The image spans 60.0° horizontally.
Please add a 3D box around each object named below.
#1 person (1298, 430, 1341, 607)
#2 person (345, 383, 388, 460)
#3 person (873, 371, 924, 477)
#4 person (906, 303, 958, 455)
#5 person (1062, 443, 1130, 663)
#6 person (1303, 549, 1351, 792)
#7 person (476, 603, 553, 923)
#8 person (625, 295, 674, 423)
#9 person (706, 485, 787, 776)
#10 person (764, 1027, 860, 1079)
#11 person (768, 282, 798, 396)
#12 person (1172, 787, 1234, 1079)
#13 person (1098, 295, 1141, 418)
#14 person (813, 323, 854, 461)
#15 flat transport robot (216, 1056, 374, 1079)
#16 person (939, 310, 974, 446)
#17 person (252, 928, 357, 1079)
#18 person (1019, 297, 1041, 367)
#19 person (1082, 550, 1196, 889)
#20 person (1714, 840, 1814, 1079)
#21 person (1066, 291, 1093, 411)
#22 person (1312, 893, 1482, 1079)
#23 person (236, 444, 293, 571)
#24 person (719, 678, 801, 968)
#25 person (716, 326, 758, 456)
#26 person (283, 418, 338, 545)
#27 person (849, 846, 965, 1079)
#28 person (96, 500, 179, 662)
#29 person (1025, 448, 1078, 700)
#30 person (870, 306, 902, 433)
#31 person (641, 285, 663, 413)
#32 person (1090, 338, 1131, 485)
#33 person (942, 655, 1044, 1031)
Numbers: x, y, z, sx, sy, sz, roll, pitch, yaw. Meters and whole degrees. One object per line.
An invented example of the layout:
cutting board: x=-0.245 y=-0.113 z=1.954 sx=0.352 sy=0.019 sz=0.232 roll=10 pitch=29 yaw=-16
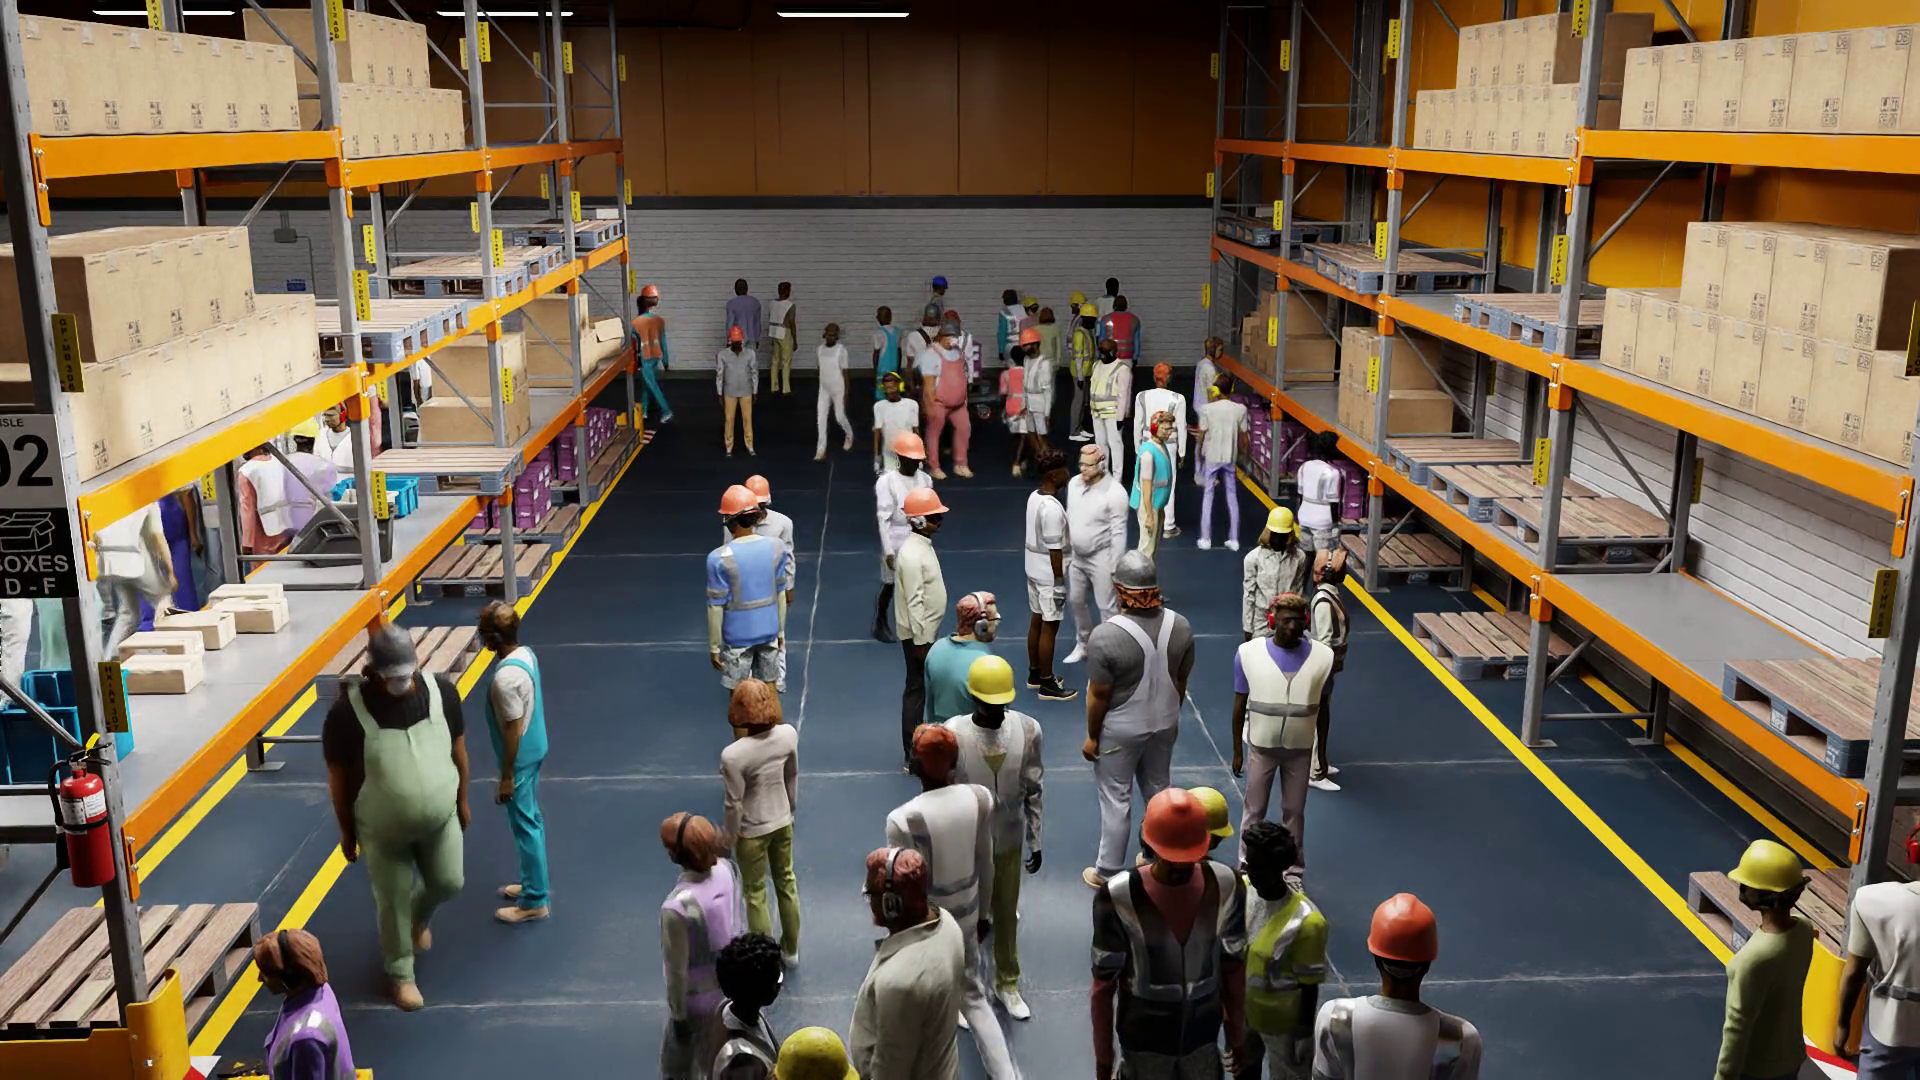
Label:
person: x=3.238 y=-0.161 z=15.038 sx=0.324 sy=1.694 sz=0.559 roll=-6 pitch=15 yaw=-22
person: x=-7.570 y=-1.871 z=21.180 sx=0.620 sy=1.985 sz=0.408 roll=4 pitch=15 yaw=15
person: x=-0.635 y=-0.843 z=17.400 sx=0.547 sy=1.860 sz=0.389 roll=3 pitch=15 yaw=11
person: x=-0.374 y=-2.161 z=22.202 sx=0.684 sy=2.000 sz=0.537 roll=0 pitch=14 yaw=-1
person: x=1.072 y=0.147 z=13.462 sx=0.399 sy=1.901 sz=0.649 roll=-11 pitch=18 yaw=-37
person: x=2.444 y=0.855 z=11.163 sx=0.307 sy=1.641 sz=0.514 roll=3 pitch=15 yaw=11
person: x=-2.500 y=1.242 z=9.267 sx=0.403 sy=1.837 sz=0.533 roll=-1 pitch=14 yaw=-2
person: x=-4.583 y=-2.685 z=24.623 sx=1.011 sy=1.871 sz=0.604 roll=13 pitch=19 yaw=41
person: x=-1.450 y=0.630 z=11.275 sx=0.602 sy=2.035 sz=0.404 roll=-10 pitch=18 yaw=-35
person: x=-0.464 y=2.321 z=5.223 sx=0.320 sy=1.738 sz=0.483 roll=4 pitch=15 yaw=17
person: x=-2.872 y=-3.238 z=26.849 sx=0.562 sy=1.836 sz=0.393 roll=13 pitch=19 yaw=41
person: x=0.975 y=1.860 z=7.029 sx=0.309 sy=1.735 sz=0.484 roll=4 pitch=15 yaw=17
person: x=2.376 y=-2.740 z=24.906 sx=0.632 sy=1.835 sz=0.431 roll=-2 pitch=14 yaw=-6
person: x=-1.664 y=-1.983 z=21.984 sx=0.528 sy=1.812 sz=0.808 roll=6 pitch=15 yaw=21
flat transport robot: x=-2.958 y=2.617 z=6.975 sx=0.652 sy=0.197 sz=1.431 roll=-2 pitch=14 yaw=-7
person: x=-0.105 y=-2.207 z=22.726 sx=0.586 sy=1.879 sz=0.360 roll=2 pitch=14 yaw=7
person: x=-2.340 y=2.161 z=6.054 sx=0.321 sy=1.631 sz=0.522 roll=-5 pitch=15 yaw=-20
person: x=1.112 y=-2.851 z=25.518 sx=0.544 sy=1.737 sz=0.461 roll=-11 pitch=18 yaw=-36
person: x=0.971 y=1.041 z=9.633 sx=0.683 sy=2.000 sz=0.537 roll=-8 pitch=16 yaw=-28
person: x=3.071 y=1.997 z=6.442 sx=0.525 sy=1.760 sz=0.341 roll=-12 pitch=19 yaw=-40
person: x=1.829 y=-2.893 z=25.507 sx=0.403 sy=1.826 sz=0.592 roll=-1 pitch=14 yaw=-6
person: x=1.456 y=2.116 z=5.642 sx=0.543 sy=1.929 sz=0.386 roll=6 pitch=15 yaw=22
person: x=-5.908 y=-0.055 z=14.206 sx=0.391 sy=1.910 sz=0.604 roll=2 pitch=14 yaw=8
person: x=-1.036 y=1.503 z=8.629 sx=0.279 sy=1.634 sz=0.497 roll=12 pitch=19 yaw=40
person: x=-2.952 y=-1.976 z=22.071 sx=0.568 sy=1.743 sz=0.348 roll=-4 pitch=15 yaw=-14
person: x=-5.697 y=-0.132 z=14.536 sx=0.603 sy=1.883 sz=0.808 roll=0 pitch=14 yaw=-1
person: x=-0.204 y=2.019 z=6.094 sx=0.399 sy=1.896 sz=0.654 roll=3 pitch=15 yaw=13
person: x=-6.516 y=0.267 z=13.163 sx=0.633 sy=1.803 sz=0.531 roll=3 pitch=15 yaw=10
person: x=0.693 y=0.257 z=12.857 sx=0.367 sy=1.966 sz=0.607 roll=-4 pitch=15 yaw=-14
person: x=-1.057 y=-2.409 z=23.593 sx=0.558 sy=1.829 sz=0.499 roll=-12 pitch=19 yaw=-39
person: x=-4.683 y=-2.904 z=25.317 sx=0.351 sy=1.942 sz=0.545 roll=-1 pitch=14 yaw=-6
person: x=1.776 y=-1.524 z=20.119 sx=0.428 sy=1.836 sz=0.627 roll=-9 pitch=17 yaw=-33
person: x=0.141 y=1.473 z=8.179 sx=0.586 sy=1.920 sz=0.397 roll=-5 pitch=15 yaw=-17
